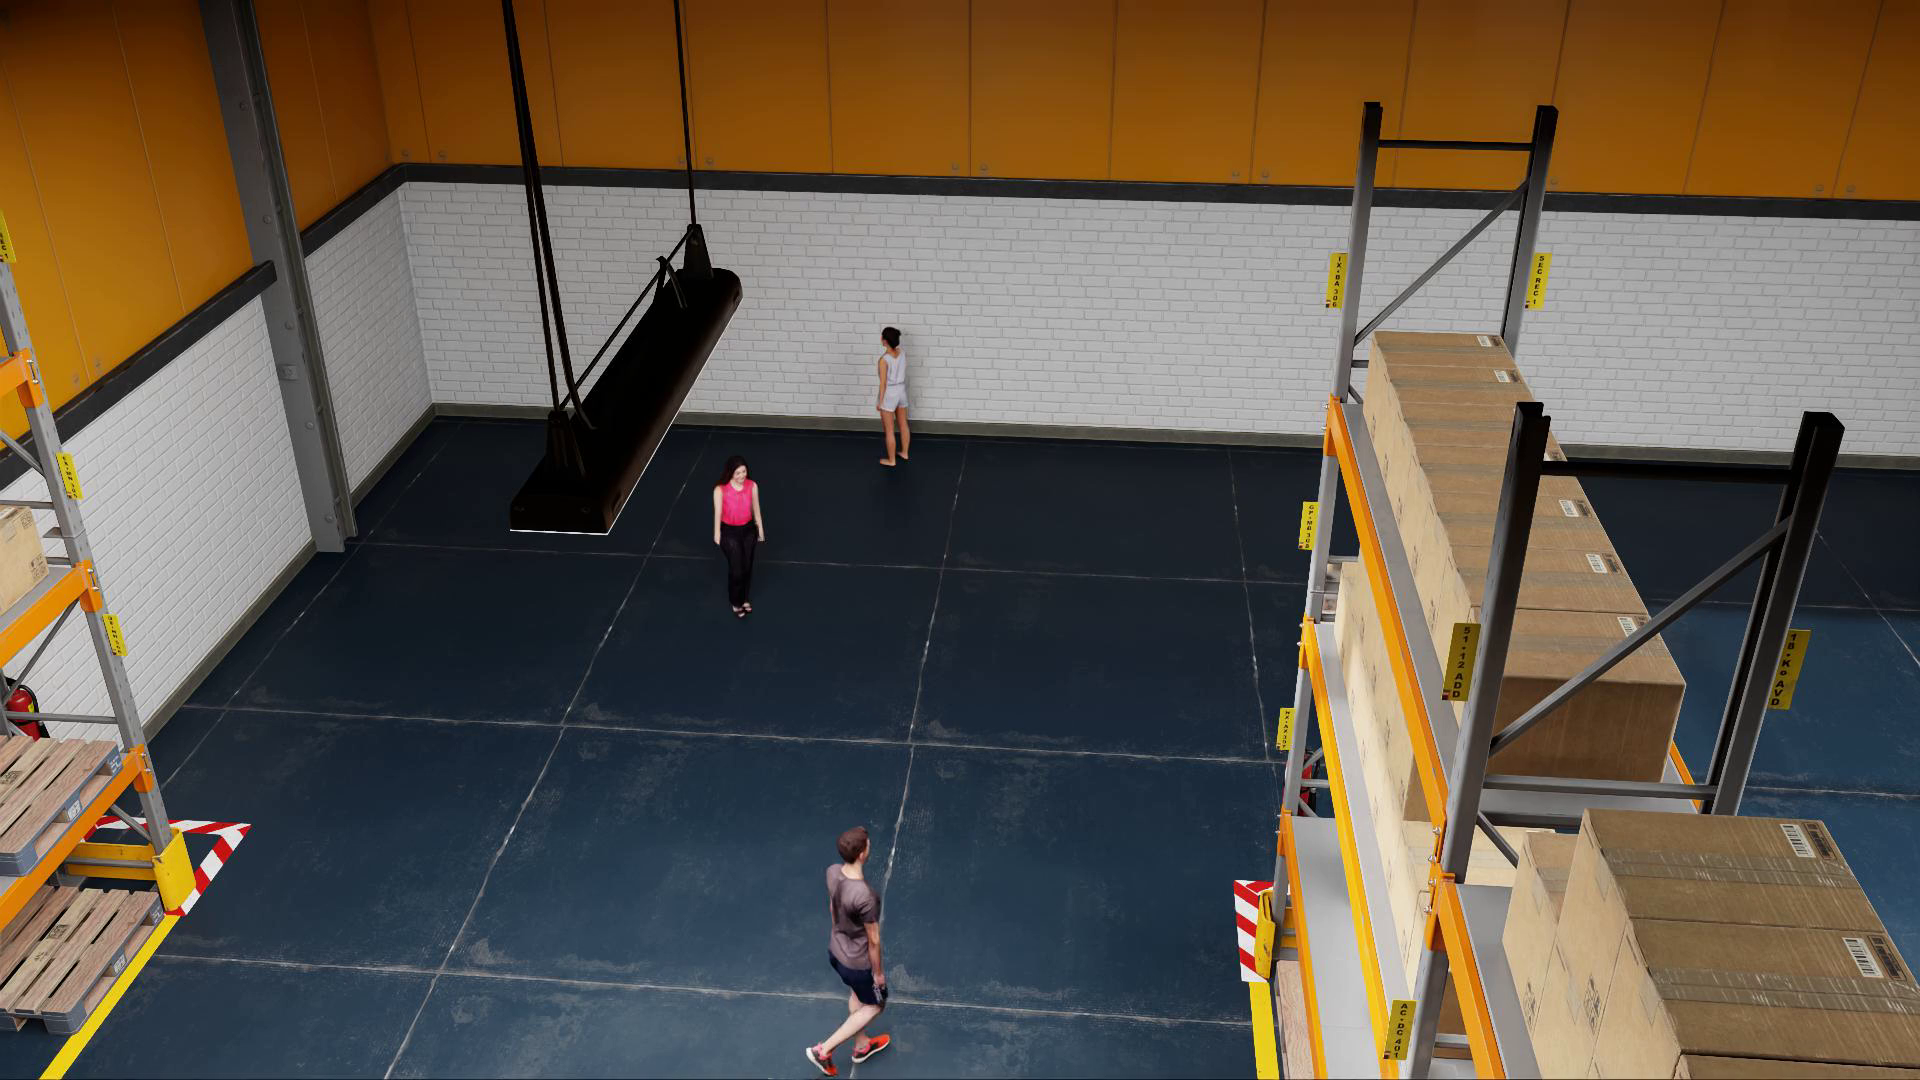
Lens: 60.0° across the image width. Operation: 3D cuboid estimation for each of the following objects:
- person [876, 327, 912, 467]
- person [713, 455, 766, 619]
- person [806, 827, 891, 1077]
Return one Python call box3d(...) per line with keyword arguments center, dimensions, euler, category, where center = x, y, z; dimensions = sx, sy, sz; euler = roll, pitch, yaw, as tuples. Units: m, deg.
box3d(center=(-0.739, -1.600, 18.395), dimensions=(0.706, 1.616, 0.622), euler=(23, 36, 36), category="person")
box3d(center=(-2.115, -0.064, 15.546), dimensions=(0.747, 1.648, 0.807), euler=(-18, 33, -29), category="person")
box3d(center=(-0.725, 2.632, 10.404), dimensions=(0.998, 1.838, 0.957), euler=(-19, 34, -30), category="person")
